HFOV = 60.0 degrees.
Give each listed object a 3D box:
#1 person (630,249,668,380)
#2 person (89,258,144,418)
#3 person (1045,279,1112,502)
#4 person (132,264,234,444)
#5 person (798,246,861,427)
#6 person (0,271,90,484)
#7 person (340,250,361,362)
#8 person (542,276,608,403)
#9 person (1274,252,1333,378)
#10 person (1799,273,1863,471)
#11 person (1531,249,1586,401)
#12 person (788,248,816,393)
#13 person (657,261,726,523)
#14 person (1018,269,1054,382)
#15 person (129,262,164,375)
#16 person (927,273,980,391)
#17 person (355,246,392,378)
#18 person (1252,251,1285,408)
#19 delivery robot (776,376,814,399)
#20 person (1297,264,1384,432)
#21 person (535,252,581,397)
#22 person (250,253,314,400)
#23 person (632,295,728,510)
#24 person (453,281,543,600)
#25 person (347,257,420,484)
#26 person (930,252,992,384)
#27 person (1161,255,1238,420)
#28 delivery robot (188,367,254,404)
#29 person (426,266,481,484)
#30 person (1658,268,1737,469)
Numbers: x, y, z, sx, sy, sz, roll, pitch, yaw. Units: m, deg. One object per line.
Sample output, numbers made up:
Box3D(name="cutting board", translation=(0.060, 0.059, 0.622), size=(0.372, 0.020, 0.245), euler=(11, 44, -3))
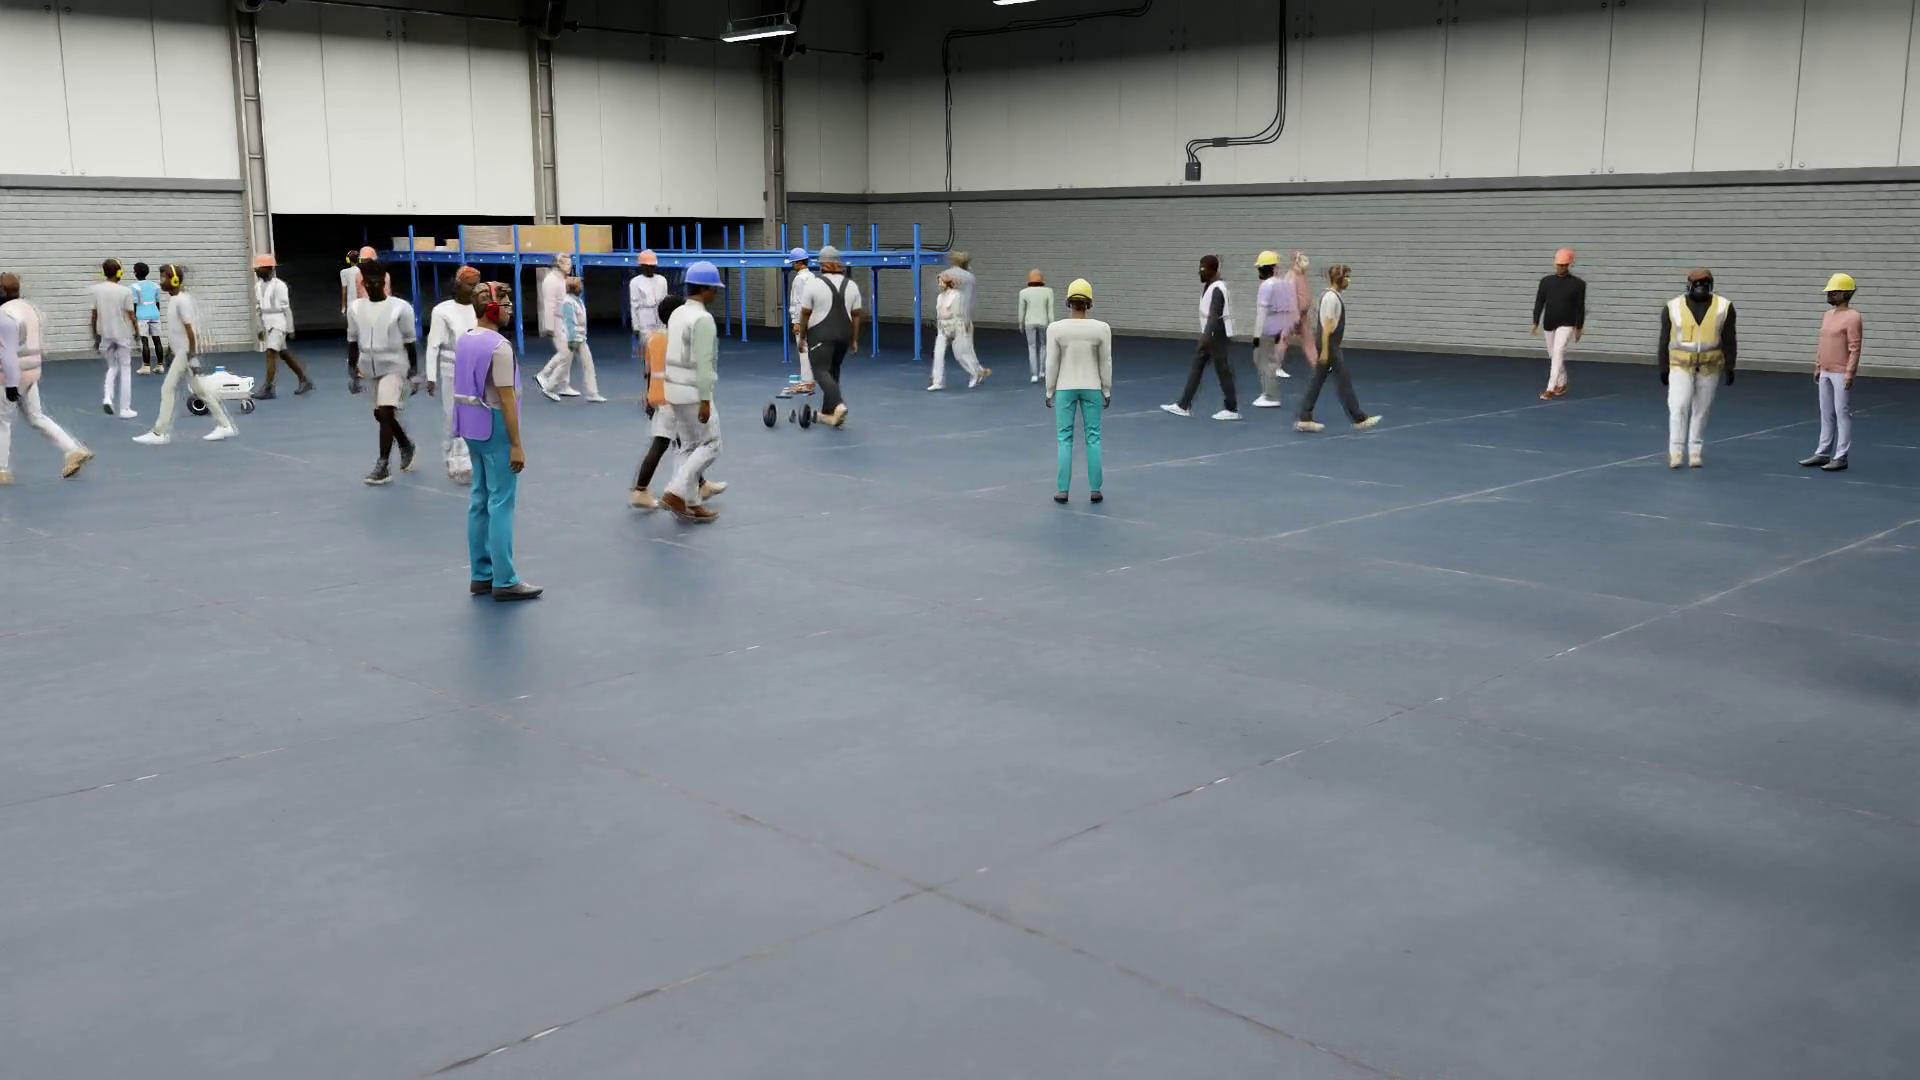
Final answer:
Box3D(name="person", translation=(-4.108, -2.882, 22.052), size=(0.575, 1.926, 0.500), euler=(-9, 13, -39))
Box3D(name="person", translation=(-9.813, -2.348, 19.368), size=(0.543, 1.844, 0.382), euler=(0, 10, 0))
Box3D(name="person", translation=(0.940, -1.187, 13.251), size=(0.533, 1.767, 0.322), euler=(0, 10, -2))
Box3D(name="person", translation=(-7.988, -1.909, 17.052), size=(0.973, 1.822, 0.540), euler=(-6, 12, -31))
Box3D(name="person", translation=(-1.442, -2.273, 18.539), size=(0.686, 2.000, 0.915), euler=(-8, 13, -36))
Box3D(name="person", translation=(-8.050, -1.396, 14.280), size=(0.879, 1.812, 0.635), euler=(-2, 11, -10))
Box3D(name="person", translation=(-10.137, -3.927, 27.941), size=(0.514, 1.864, 0.317), euler=(-8, 13, -37))
Box3D(name="person", translation=(-4.950, -2.543, 21.107), size=(0.816, 1.601, 0.541), euler=(2, 11, 9))
Box3D(name="person", translation=(5.062, -3.317, 24.601), size=(0.982, 1.854, 0.677), euler=(7, 12, 32))
Box3D(name="person", translation=(7.928, -1.522, 15.076), size=(0.324, 1.769, 0.523), euler=(-1, 10, -4))
Box3D(name="person", translation=(7.852, -2.830, 21.748), size=(0.604, 1.954, 1.027), euler=(10, 14, 43))
Box3D(name="person", translation=(-2.118, -2.970, 22.492), size=(0.394, 1.942, 0.601), euler=(2, 11, 10))
Box3D(name="person", translation=(-1.941, -1.067, 12.156), size=(0.514, 1.924, 0.653), euler=(-7, 12, -32))
Box3D(name="person", translation=(1.107, -3.121, 24.203), size=(0.515, 1.600, 0.759), euler=(0, 10, 1))
Box3D(name="person", translation=(-12.449, -3.386, 25.429), size=(0.321, 1.697, 0.530), euler=(5, 12, 26))
Box3D(name="person", translation=(-0.090, -2.862, 22.807), size=(0.769, 1.607, 0.505), euler=(-9, 13, -39))
Box3D(name="person", translation=(-8.791, -3.442, 25.058), size=(0.624, 1.951, 1.015), euler=(2, 11, 11))
Box3D(name="person", translation=(3.739, -2.593, 20.502), size=(0.500, 1.912, 0.611), euler=(5, 12, 27))
Box3D(name="delivery robot", translation=(-1.866, -1.732, 18.678), size=(0.335, 0.223, 0.698), euler=(3, 11, 14))
Box3D(name="person", translation=(4.106, -2.055, 17.896), size=(0.955, 1.794, 0.516), euler=(2, 11, 11))
Box3D(name="person", translation=(-5.271, -2.835, 21.925), size=(0.482, 1.888, 0.642), euler=(2, 11, 10))
Box3D(name="person", translation=(-8.952, -2.820, 21.873), size=(0.564, 1.890, 0.944), euler=(8, 13, 36))
Box3D(name="person", translation=(-2.221, -1.074, 12.950), size=(0.907, 1.644, 0.544), euler=(-8, 13, -36))
Box3D(name="person", translation=(-2.747, -0.582, 9.731), size=(0.375, 1.843, 0.575), euler=(-10, 14, -42))
Box3D(name="person", translation=(-5.005, -1.499, 14.525), size=(0.608, 1.933, 0.929), euler=(2, 11, 10))
Box3D(name="person", translation=(-0.049, -3.175, 23.808), size=(0.696, 1.863, 1.042), euler=(7, 12, 33))
Box3D(name="person", translation=(2.793, -2.321, 19.126), size=(0.959, 1.873, 0.592), euler=(-1, 10, -6))
Box3D(name="delivery robot", translation=(-8.864, -1.838, 19.967), size=(0.707, 0.478, 0.477), euler=(-3, 11, -17))
Box3D(name="person", translation=(-4.349, -1.436, 14.408), size=(0.702, 1.837, 0.802), euler=(-6, 12, -28))
Box3D(name="person", translation=(6.667, -1.536, 15.046), size=(0.638, 1.805, 0.882), euler=(3, 11, 18))
